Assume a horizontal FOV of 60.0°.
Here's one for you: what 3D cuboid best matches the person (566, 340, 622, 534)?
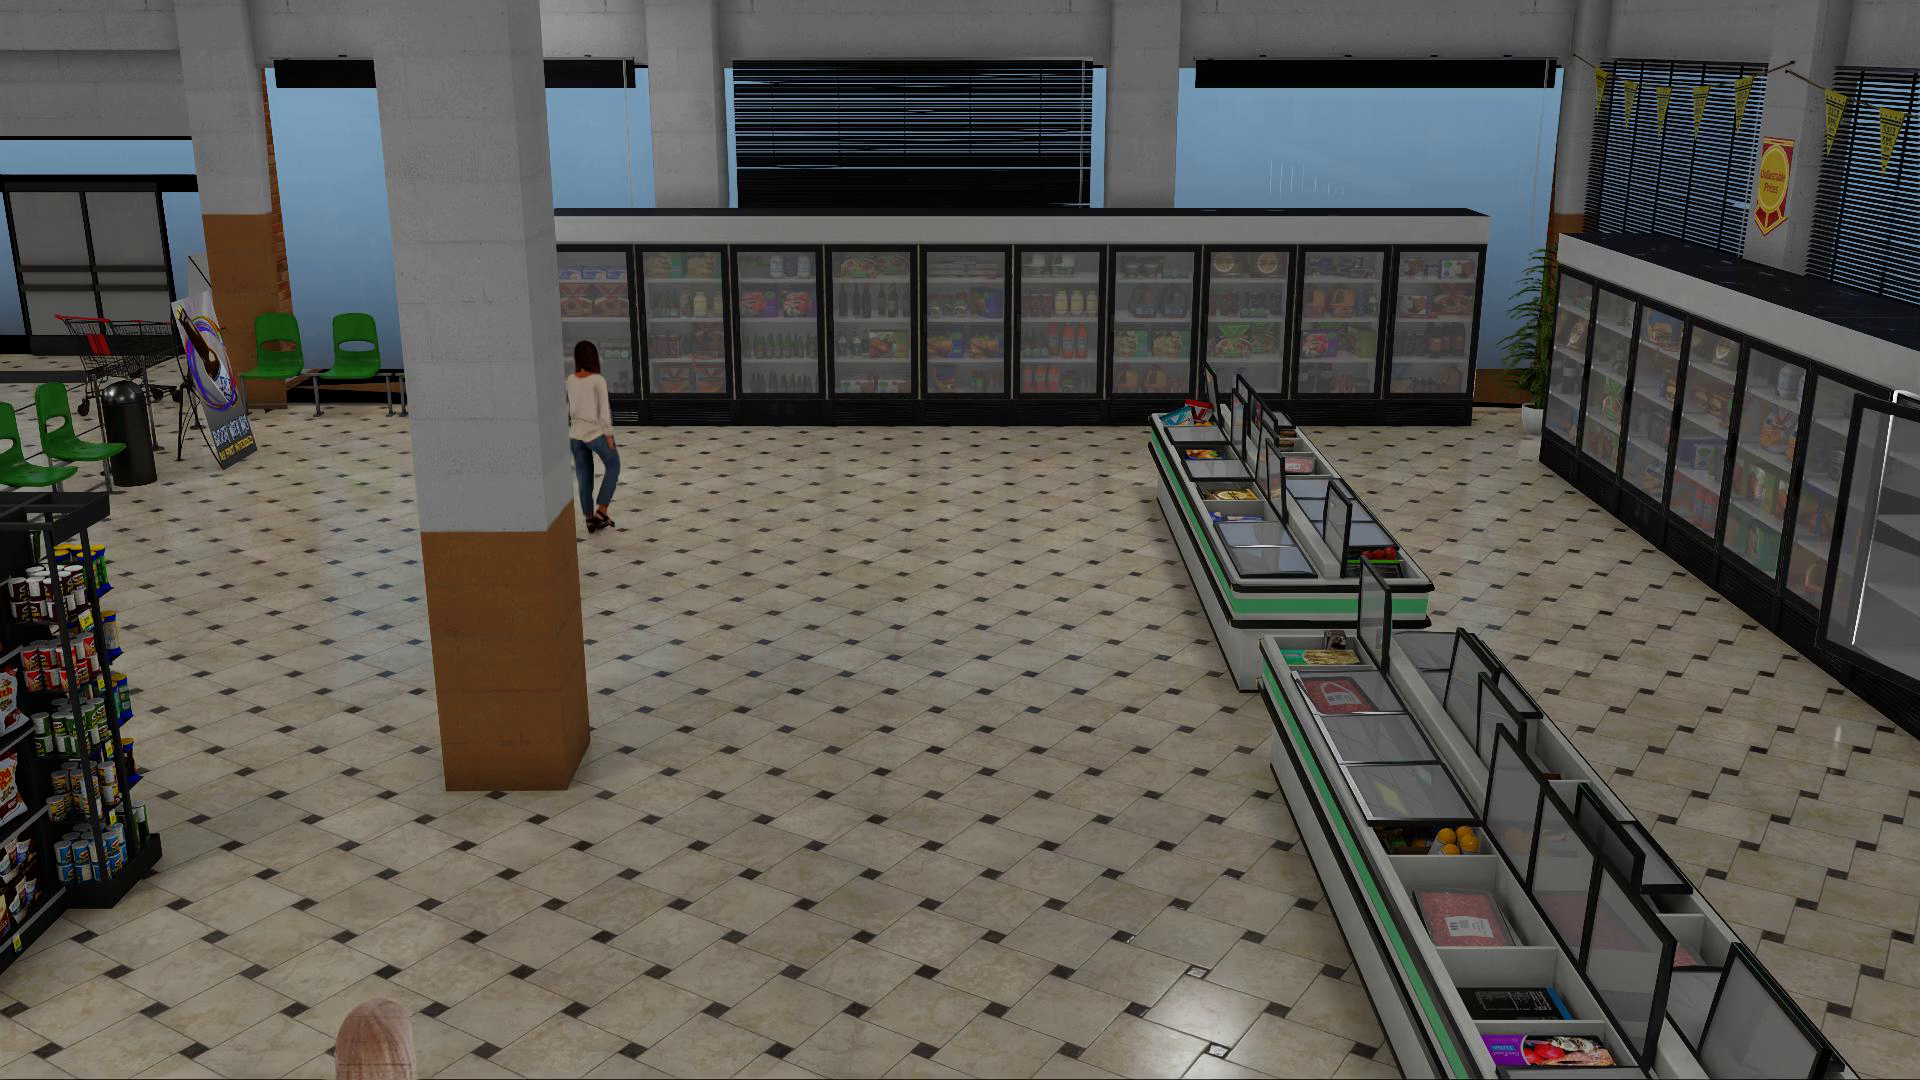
[{"bbox_3d":[-3.213,-0.863,14.252,0.739,1.675,0.757,9,19,27],"label":"person"}]
